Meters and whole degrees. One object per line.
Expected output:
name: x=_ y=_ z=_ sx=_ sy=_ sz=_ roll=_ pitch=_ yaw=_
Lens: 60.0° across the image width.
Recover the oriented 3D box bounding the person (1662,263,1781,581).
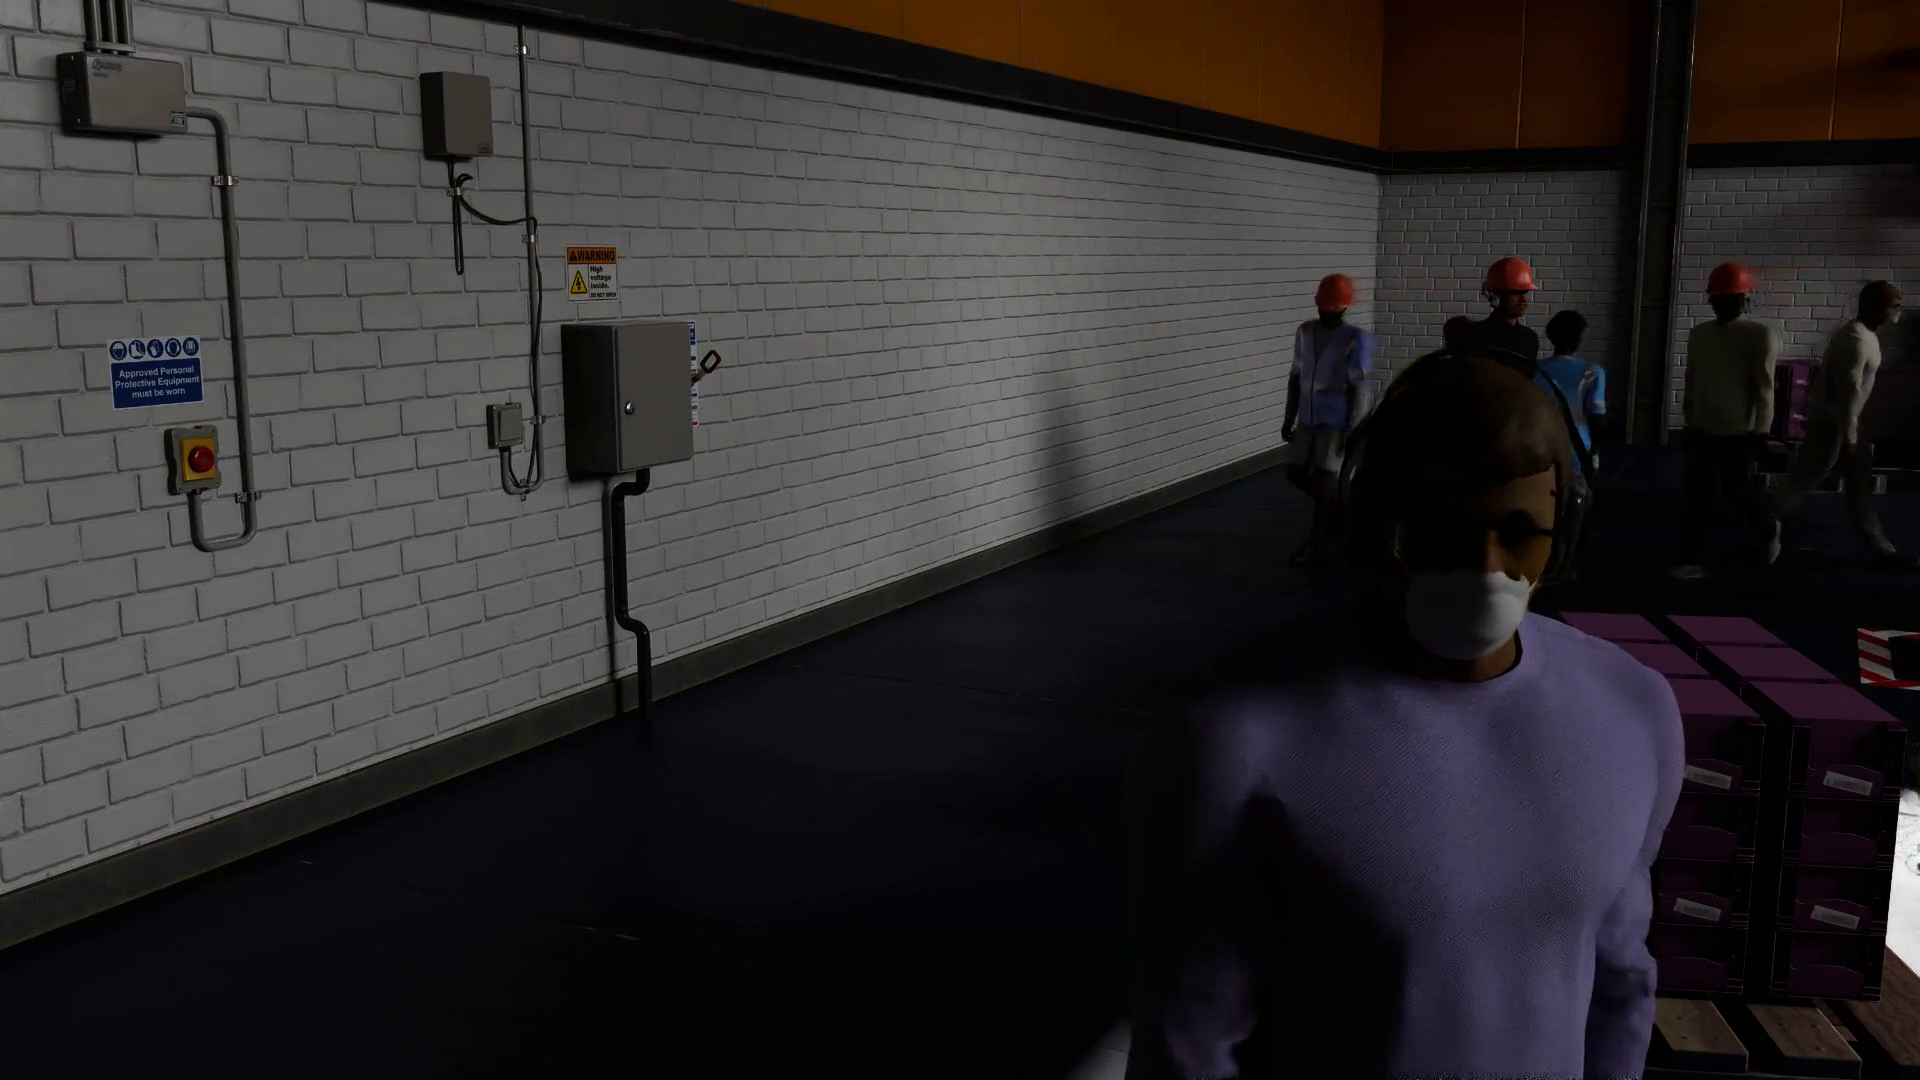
person: x=4.775 y=-0.723 z=10.278 sx=0.802 sy=1.967 sz=0.617 roll=-5 pitch=11 yaw=-28

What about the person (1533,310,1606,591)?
person: x=3.572 y=-0.530 z=9.952 sx=0.551 sy=1.681 sz=0.416 roll=6 pitch=11 yaw=31

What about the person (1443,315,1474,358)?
person: x=3.349 y=-0.653 z=10.877 sx=0.404 sy=1.626 sz=0.637 roll=9 pitch=13 yaw=42

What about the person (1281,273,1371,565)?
person: x=2.386 y=-0.780 z=10.806 sx=0.612 sy=1.892 sz=0.630 roll=-8 pitch=13 yaw=-40

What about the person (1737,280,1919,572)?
person: x=5.571 y=-0.722 z=10.601 sx=1.065 sy=1.872 sz=0.653 roll=7 pitch=12 yaw=35

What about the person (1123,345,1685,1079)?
person: x=0.469 y=0.763 z=1.769 sx=0.628 sy=1.934 sz=0.374 roll=-3 pitch=10 yaw=-19

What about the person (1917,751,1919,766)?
person: x=3.641 y=0.176 z=5.407 sx=0.580 sy=1.858 sz=0.826 roll=-4 pitch=11 yaw=-24

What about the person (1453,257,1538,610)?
person: x=2.940 y=-0.537 z=9.111 sx=0.608 sy=1.996 sz=0.380 roll=-6 pitch=11 yaw=-30
